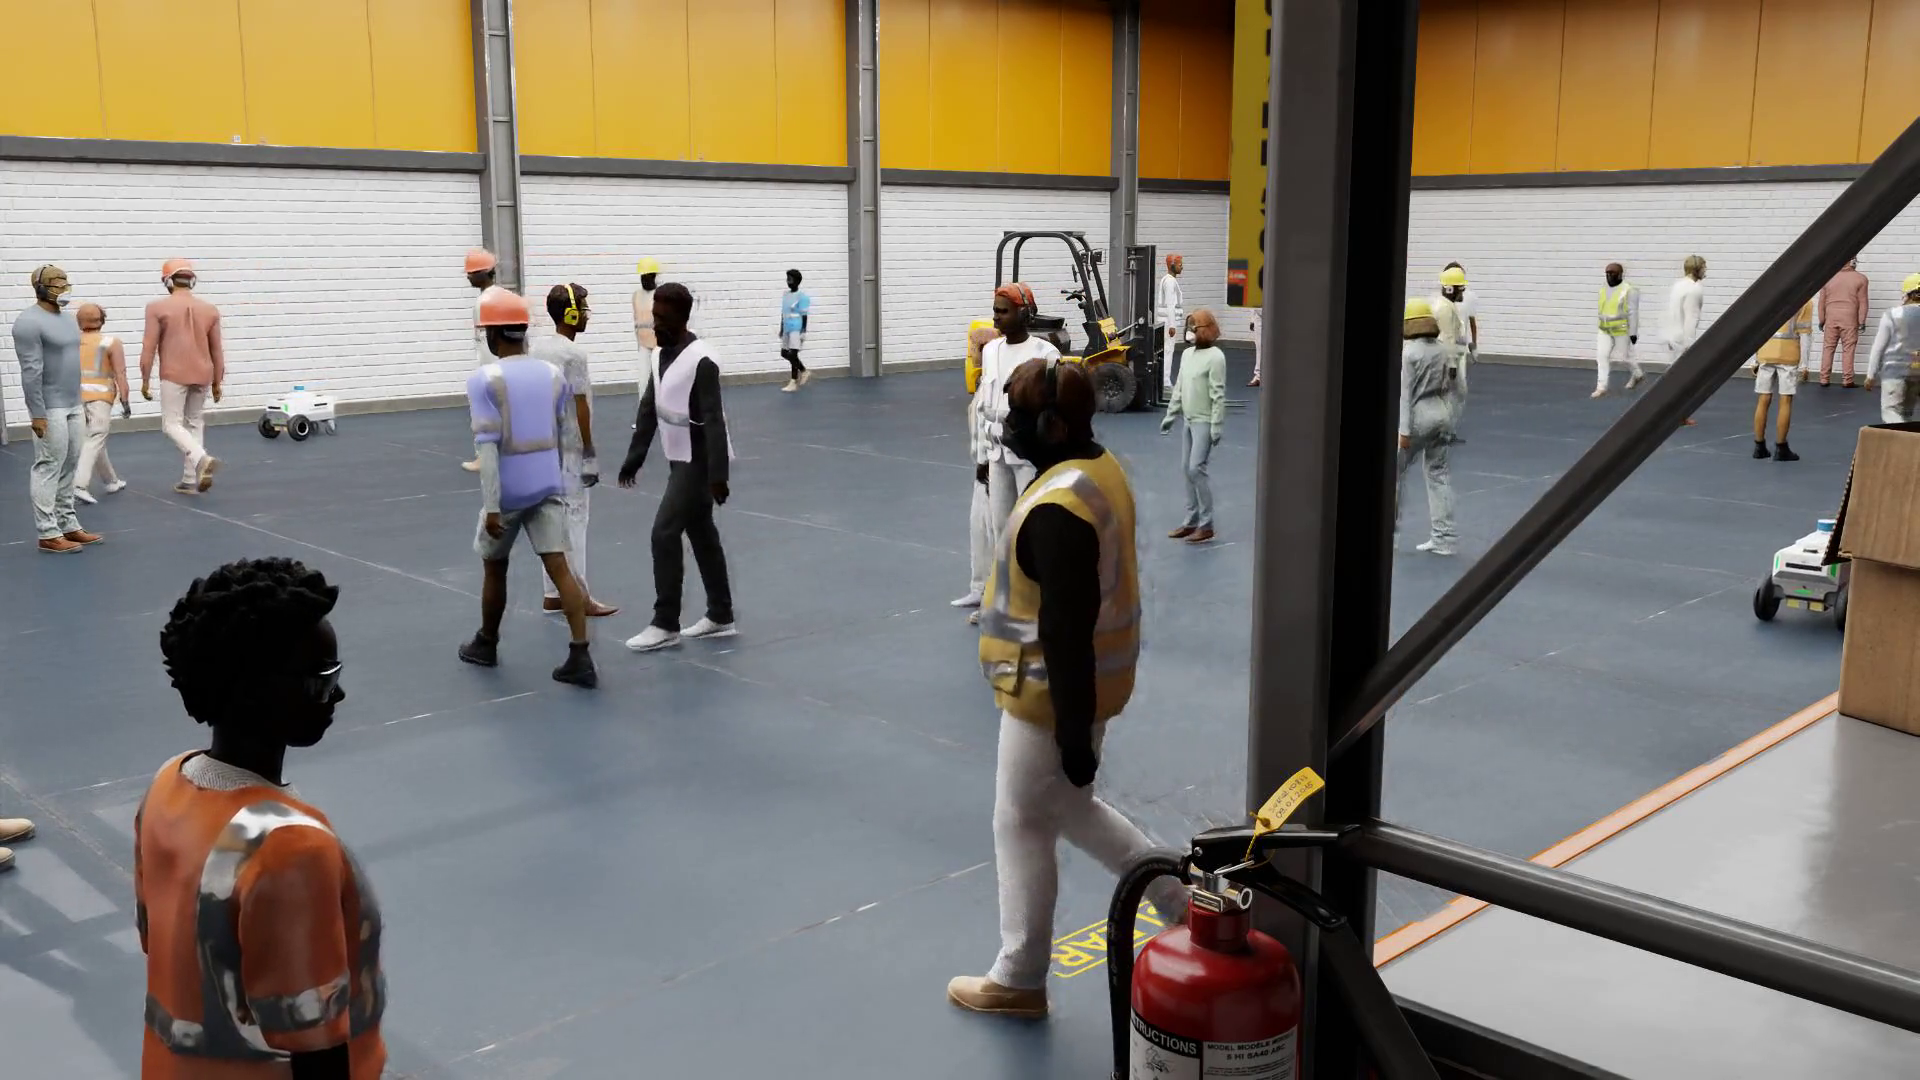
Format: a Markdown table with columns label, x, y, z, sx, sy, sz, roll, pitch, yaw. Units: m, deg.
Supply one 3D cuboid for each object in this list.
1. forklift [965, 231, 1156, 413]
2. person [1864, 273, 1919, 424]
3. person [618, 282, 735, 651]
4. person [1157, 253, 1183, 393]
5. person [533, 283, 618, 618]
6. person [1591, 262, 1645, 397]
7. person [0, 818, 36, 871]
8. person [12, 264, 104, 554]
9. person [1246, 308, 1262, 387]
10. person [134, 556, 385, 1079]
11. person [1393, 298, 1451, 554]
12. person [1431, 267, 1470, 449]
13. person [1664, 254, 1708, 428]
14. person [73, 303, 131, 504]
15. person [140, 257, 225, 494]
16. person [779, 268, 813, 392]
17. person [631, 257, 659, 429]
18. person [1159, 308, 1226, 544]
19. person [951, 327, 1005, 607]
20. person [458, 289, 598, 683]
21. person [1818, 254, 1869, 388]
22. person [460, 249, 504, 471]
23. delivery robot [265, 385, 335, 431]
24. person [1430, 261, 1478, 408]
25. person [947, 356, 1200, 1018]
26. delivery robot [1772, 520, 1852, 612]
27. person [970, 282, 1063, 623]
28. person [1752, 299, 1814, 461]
| label | x | y | z | sx | sy | sz | roll | pitch | yaw |
| --- | --- | --- | --- | --- | --- | --- | --- | --- | --- |
| forklift | 1.222 | -2.721 | 20.561 | 2.313 | 2.155 | 1.214 | 2 | 11 | 13 |
| person | 8.542 | -1.493 | 14.964 | 0.617 | 1.802 | 0.823 | 0 | 10 | 0 |
| person | -1.509 | -0.377 | 8.603 | 0.761 | 1.882 | 0.628 | -5 | 12 | -26 |
| person | 2.854 | -2.938 | 22.598 | 0.337 | 1.880 | 0.584 | 0 | 10 | 2 |
| person | -2.187 | -0.496 | 9.318 | 0.323 | 1.870 | 0.518 | -9 | 14 | -42 |
| person | 8.792 | -2.793 | 22.100 | 0.836 | 1.797 | 0.637 | -7 | 13 | -34 |
| person | -3.393 | 0.100 | 5.592 | 0.391 | 2.040 | 0.615 | -3 | 11 | -15 |
| person | -6.105 | -0.884 | 11.242 | 0.355 | 1.937 | 0.633 | 0 | 10 | -1 |
| person | 4.336 | -3.089 | 23.351 | 0.636 | 1.911 | 0.405 | 9 | 14 | 41 |
| person | -0.984 | 0.860 | 2.385 | 0.320 | 1.697 | 0.537 | -9 | 14 | -42 |
| person | 3.061 | -0.766 | 11.215 | 0.499 | 1.716 | 0.612 | -7 | 13 | -34 |
| person | 4.920 | -1.801 | 16.588 | 0.554 | 1.811 | 0.618 | 3 | 11 | 18 |
| person | 7.932 | -2.185 | 18.370 | 0.531 | 1.924 | 0.655 | 1 | 10 | 7 |
| person | -7.023 | -1.119 | 13.453 | 0.550 | 1.593 | 0.876 | 2 | 11 | 8 |
| person | -6.263 | -1.312 | 13.541 | 0.765 | 1.956 | 0.663 | 8 | 13 | 37 |
| person | -2.258 | -2.876 | 22.803 | 0.578 | 1.678 | 0.557 | -8 | 13 | -39 |
| person | -3.384 | -2.217 | 18.639 | 0.591 | 1.898 | 0.908 | 4 | 11 | 20 |
| person | 1.638 | -0.799 | 11.635 | 0.358 | 1.632 | 0.520 | -4 | 11 | -19 |
| person | 0.258 | -0.398 | 9.446 | 0.555 | 1.620 | 0.527 | -1 | 10 | -6 |
| person | -2.105 | -0.251 | 7.995 | 1.008 | 1.883 | 0.553 | 9 | 14 | 41 |
| person | 12.397 | -3.086 | 23.349 | 0.400 | 1.903 | 0.644 | -9 | 14 | -42 |
| person | -4.122 | -1.603 | 14.966 | 0.789 | 2.014 | 0.625 | 1 | 10 | 6 |
| delivery robot | -6.964 | -1.397 | 17.563 | 0.477 | 0.478 | 0.707 | 5 | 11 | 24 |
| person | 5.396 | -2.115 | 18.218 | 0.537 | 1.846 | 0.633 | 2 | 11 | 10 |
| person | 0.340 | 0.417 | 4.464 | 0.679 | 1.824 | 0.625 | 3 | 11 | 15 |
| delivery robot | 4.798 | 0.130 | 9.232 | 0.477 | 0.478 | 0.707 | 10 | 14 | 43 |
| person | 0.306 | -0.440 | 8.969 | 0.337 | 1.882 | 0.585 | -9 | 14 | -42 |
| person | 7.820 | -1.711 | 15.820 | 0.437 | 1.923 | 0.572 | -7 | 13 | -35 |
